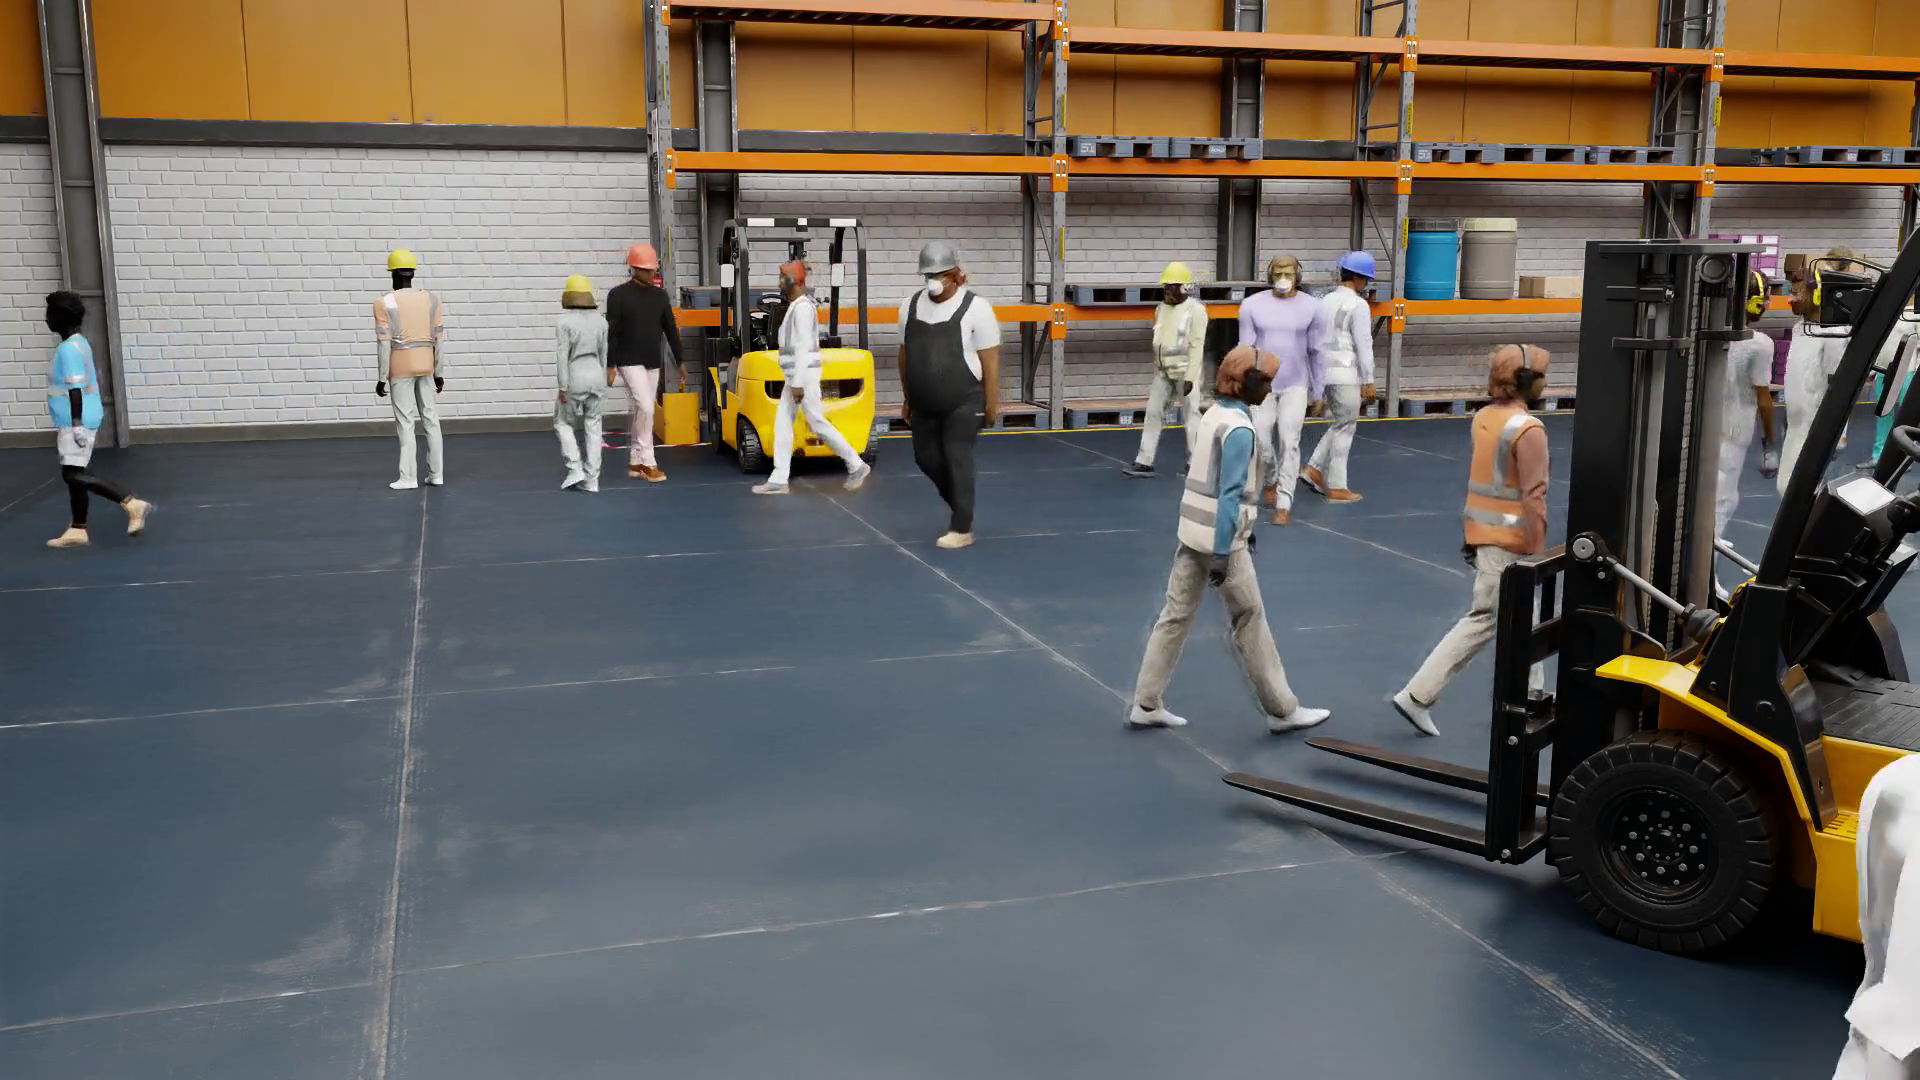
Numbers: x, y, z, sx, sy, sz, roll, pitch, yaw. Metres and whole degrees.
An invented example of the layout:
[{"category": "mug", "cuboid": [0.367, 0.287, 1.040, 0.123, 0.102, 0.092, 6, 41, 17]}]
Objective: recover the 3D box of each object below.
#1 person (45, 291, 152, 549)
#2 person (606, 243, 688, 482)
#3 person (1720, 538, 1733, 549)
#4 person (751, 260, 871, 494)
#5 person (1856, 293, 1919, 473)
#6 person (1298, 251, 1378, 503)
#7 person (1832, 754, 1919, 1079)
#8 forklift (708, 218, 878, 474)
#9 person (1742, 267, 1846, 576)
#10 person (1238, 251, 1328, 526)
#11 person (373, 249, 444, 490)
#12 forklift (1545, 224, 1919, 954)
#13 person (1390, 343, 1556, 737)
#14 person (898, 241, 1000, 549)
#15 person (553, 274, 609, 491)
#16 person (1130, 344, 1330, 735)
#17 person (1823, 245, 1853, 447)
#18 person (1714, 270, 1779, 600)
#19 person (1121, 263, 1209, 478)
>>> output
[{"category": "person", "cuboid": [-5.659, -0.771, 10.795, 0.583, 1.681, 0.540, -4, 11, -21]}, {"category": "person", "cuboid": [-2.584, -1.458, 13.763, 0.717, 1.954, 0.689, 8, 13, 37]}, {"category": "person", "cuboid": [4.793, -0.876, 10.794, 0.682, 1.881, 0.675, -1, 10, -4]}, {"category": "person", "cuboid": [-1.171, -1.281, 13.139, 0.919, 1.853, 0.618, -2, 11, -12]}, {"category": "person", "cuboid": [8.068, -1.460, 14.320, 0.297, 1.772, 0.533, -4, 11, -20]}, {"category": "person", "cuboid": [2.926, -1.226, 12.631, 0.453, 1.915, 0.619, -2, 11, -13]}, {"category": "person", "cuboid": [1.064, 0.837, 1.496, 0.743, 1.865, 0.588, -2, 11, -12]}, {"category": "forklift", "cuboid": [-1.522, -1.778, 14.899, 1.214, 2.155, 2.313, -3, 11, -17]}, {"category": "person", "cuboid": [5.089, -0.690, 9.888, 0.677, 1.849, 0.533, 0, 10, 2]}, {"category": "person", "cuboid": [2.281, -1.077, 11.797, 0.638, 1.923, 0.554, 3, 11, 15]}, {"category": "person", "cuboid": [-4.426, -1.362, 13.350, 0.382, 1.924, 0.594, 9, 14, 40]}, {"category": "forklift", "cuboid": [2.909, 0.117, 4.508, 2.313, 2.155, 1.214, 9, 14, 40]}, {"category": "person", "cuboid": [2.153, 0.006, 6.739, 0.821, 1.606, 0.530, -1, 10, -5]}, {"category": "person", "cuboid": [-0.063, -0.981, 10.952, 0.704, 2.000, 0.725, 6, 12, 29]}, {"category": "person", "cuboid": [-3.023, -1.246, 13.251, 0.496, 1.723, 0.396, -10, 14, -43]}, {"category": "person", "cuboid": [1.080, 0.012, 6.719, 0.804, 1.597, 0.545, -2, 10, -9]}, {"category": "person", "cuboid": [8.489, -1.872, 16.120, 0.355, 1.936, 0.635, 3, 11, 16]}, {"category": "person", "cuboid": [4.190, -0.534, 9.026, 0.571, 1.842, 0.536, -4, 11, -22]}, {"category": "person", "cuboid": [1.729, -1.393, 13.851, 0.837, 1.795, 0.620, -7, 13, -34]}]
